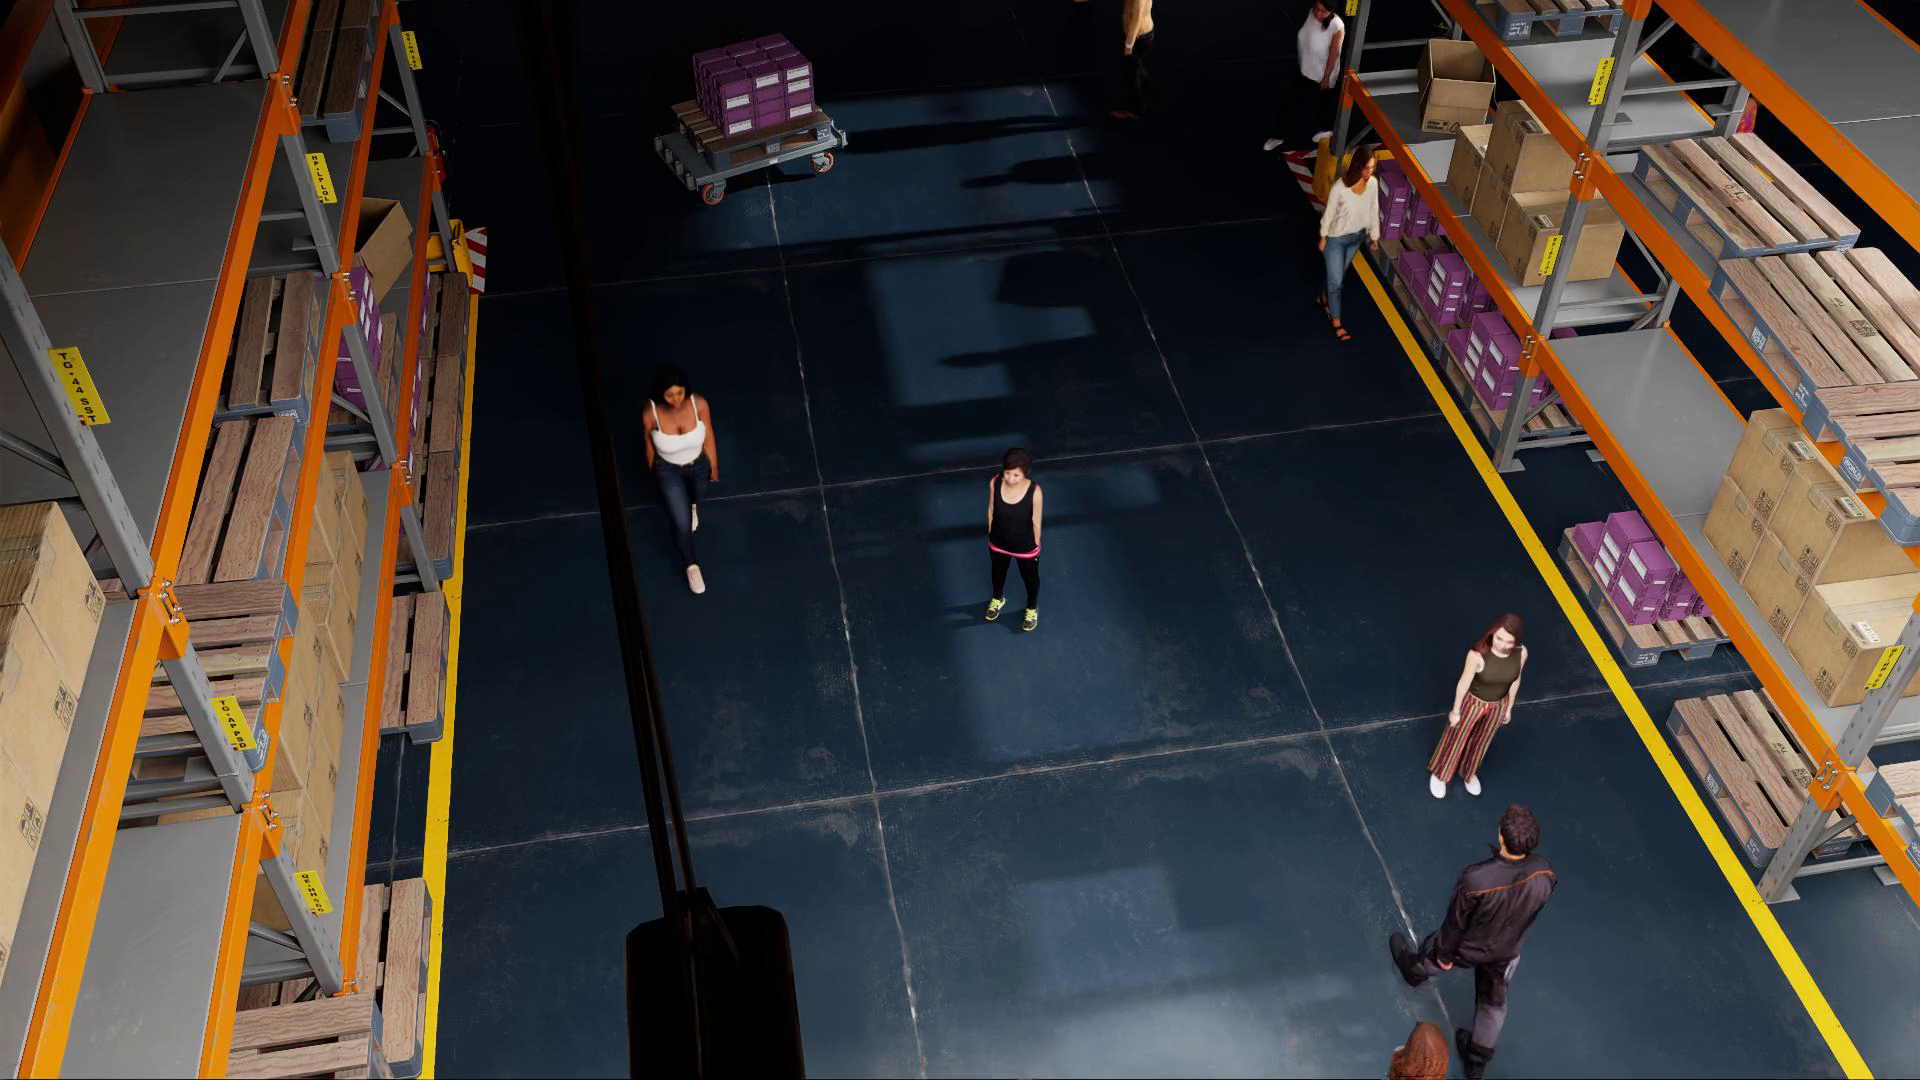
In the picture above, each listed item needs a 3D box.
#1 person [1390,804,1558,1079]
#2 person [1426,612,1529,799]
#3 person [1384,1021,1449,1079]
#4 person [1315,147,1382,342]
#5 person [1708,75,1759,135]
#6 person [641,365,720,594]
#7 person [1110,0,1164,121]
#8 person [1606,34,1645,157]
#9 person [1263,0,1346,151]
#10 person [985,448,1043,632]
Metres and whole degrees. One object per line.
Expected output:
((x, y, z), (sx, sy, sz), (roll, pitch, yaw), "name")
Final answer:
((2.774, 2.160, 8.684), (0.716, 1.909, 1.118), (-7, 44, -7), "person")
((3.189, 0.990, 10.165), (0.583, 1.561, 0.542), (-2, 44, -2), "person")
((2.170, 2.932, 8.204), (0.795, 1.454, 0.576), (-7, 44, -7), "person")
((3.159, -2.548, 13.803), (0.751, 1.667, 0.927), (-15, 46, -15), "person")
((6.709, -3.371, 14.673), (0.941, 1.657, 1.064), (-34, 53, -31), "person")
((-1.954, -0.558, 11.638), (0.779, 1.770, 1.211), (-15, 46, -15), "person")
((1.803, -4.905, 16.221), (0.843, 1.743, 0.793), (7, 44, 7), "person")
((5.870, -3.617, 14.838), (0.875, 1.787, 0.962), (-26, 49, -24), "person")
((3.442, -4.481, 15.846), (0.992, 1.646, 1.073), (-18, 47, -18), "person")
((0.375, -0.034, 11.249), (0.619, 1.549, 0.650), (16, 46, 16), "person")
